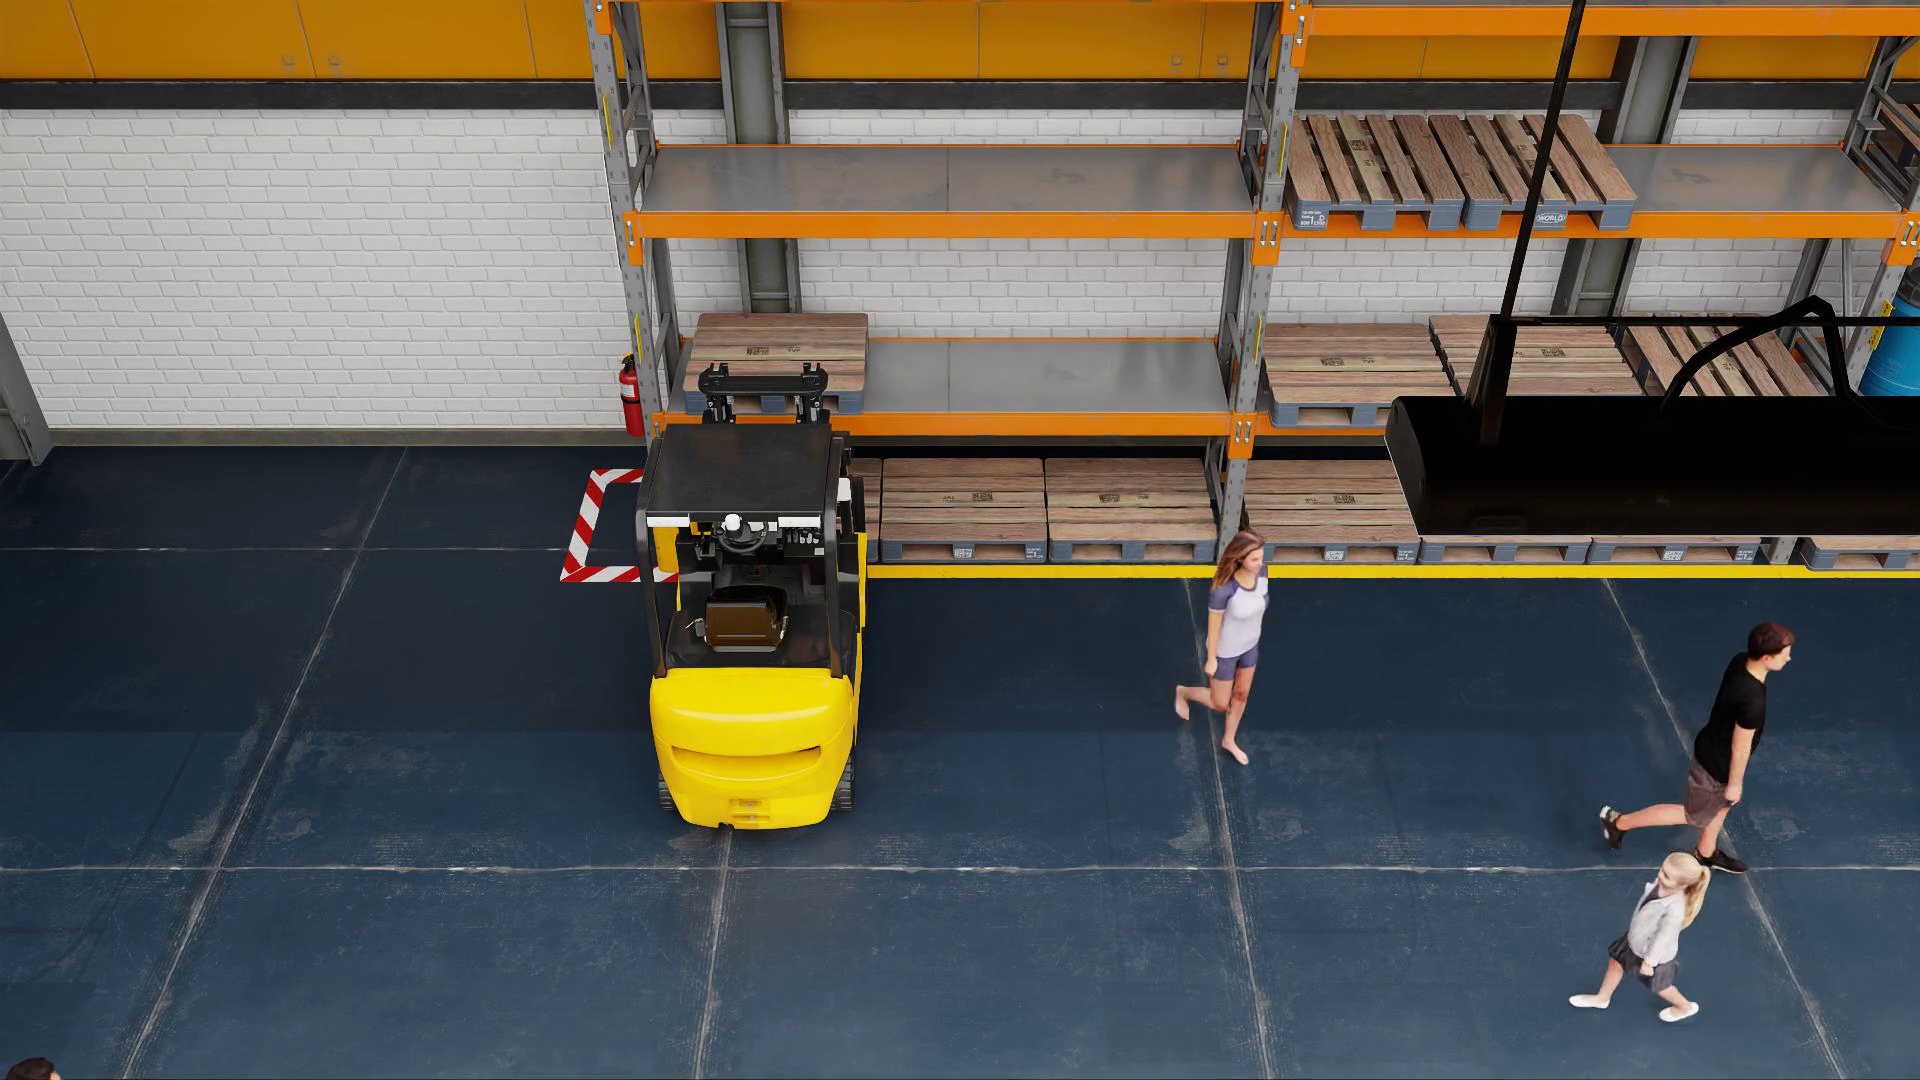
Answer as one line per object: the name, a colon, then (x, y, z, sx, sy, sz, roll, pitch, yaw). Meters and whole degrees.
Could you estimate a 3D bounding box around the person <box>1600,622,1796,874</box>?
person: (4.157, 1.181, 9.284, 1.202, 1.839, 0.937, 13, 41, 16)

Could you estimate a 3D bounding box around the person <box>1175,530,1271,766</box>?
person: (1.596, 0.607, 10.098, 0.893, 1.720, 0.912, -23, 44, -26)

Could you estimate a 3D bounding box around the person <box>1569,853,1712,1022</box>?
person: (3.656, 2.086, 8.621, 0.878, 1.254, 0.564, 3, 39, 4)
